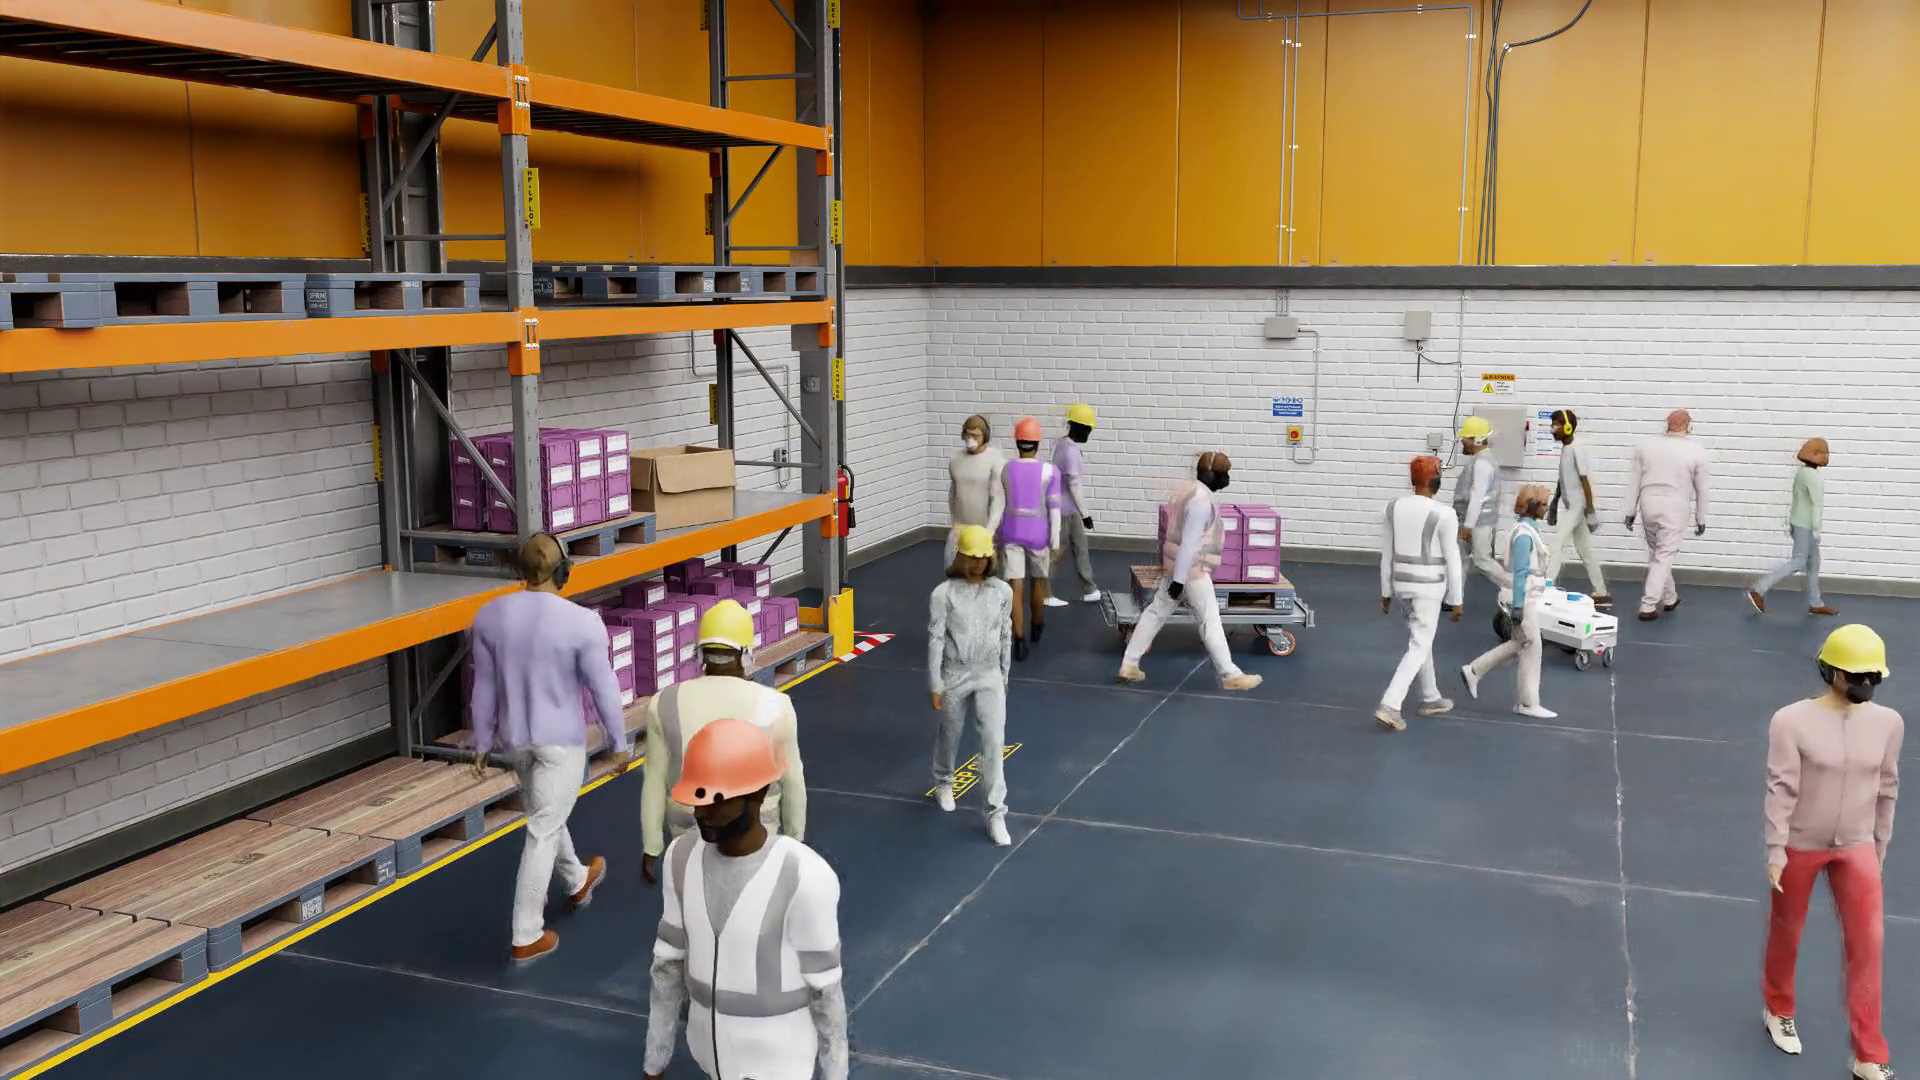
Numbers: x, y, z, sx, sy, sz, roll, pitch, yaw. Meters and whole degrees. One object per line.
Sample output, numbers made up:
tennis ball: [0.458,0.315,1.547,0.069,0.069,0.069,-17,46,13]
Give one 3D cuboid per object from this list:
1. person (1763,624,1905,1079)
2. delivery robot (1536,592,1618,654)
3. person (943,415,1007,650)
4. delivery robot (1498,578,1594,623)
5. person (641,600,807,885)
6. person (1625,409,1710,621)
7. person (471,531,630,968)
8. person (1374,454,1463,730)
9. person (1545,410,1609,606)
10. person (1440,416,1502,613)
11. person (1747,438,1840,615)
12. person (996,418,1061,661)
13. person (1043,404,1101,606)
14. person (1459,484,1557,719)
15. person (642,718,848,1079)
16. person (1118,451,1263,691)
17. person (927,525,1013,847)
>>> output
person: [3.288,1.182,6.234,0.545,1.732,0.807,0,9,2]
delivery robot: [4.782,0.651,12.985,0.477,0.478,0.707,-4,10,-22]
person: [0.114,-0.049,13.407,0.648,1.909,0.655,7,12,38]
delivery robot: [4.784,0.556,13.581,0.707,0.478,0.477,1,9,7]
person: [-0.907,1.116,6.522,0.620,1.774,0.946,1,9,4]
person: [6.296,-0.229,14.741,0.939,1.846,0.659,-8,12,-41]
person: [-1.805,0.894,7.560,0.662,1.890,0.985,3,10,19]
person: [3.090,0.339,11.224,0.845,1.856,0.590,-6,11,-34]
person: [5.525,-0.271,15.159,0.939,1.806,0.566,1,9,9]
person: [4.651,-0.197,14.716,0.805,1.806,0.580,2,9,10]
person: [7.463,-0.118,14.813,0.750,1.610,0.512,2,9,12]
person: [0.533,-0.034,13.391,0.569,1.888,0.957,1,9,5]
person: [1.059,-0.297,15.107,0.818,1.879,0.622,1,9,8]
person: [3.810,0.409,11.449,0.583,1.615,0.528,3,10,19]
person: [-0.575,1.383,4.541,0.568,1.888,1.009,6,11,32]
person: [1.661,0.225,12.204,1.046,1.774,0.678,0,9,-1]
person: [0.046,0.742,9.138,0.500,1.699,0.909,-3,9,-15]
